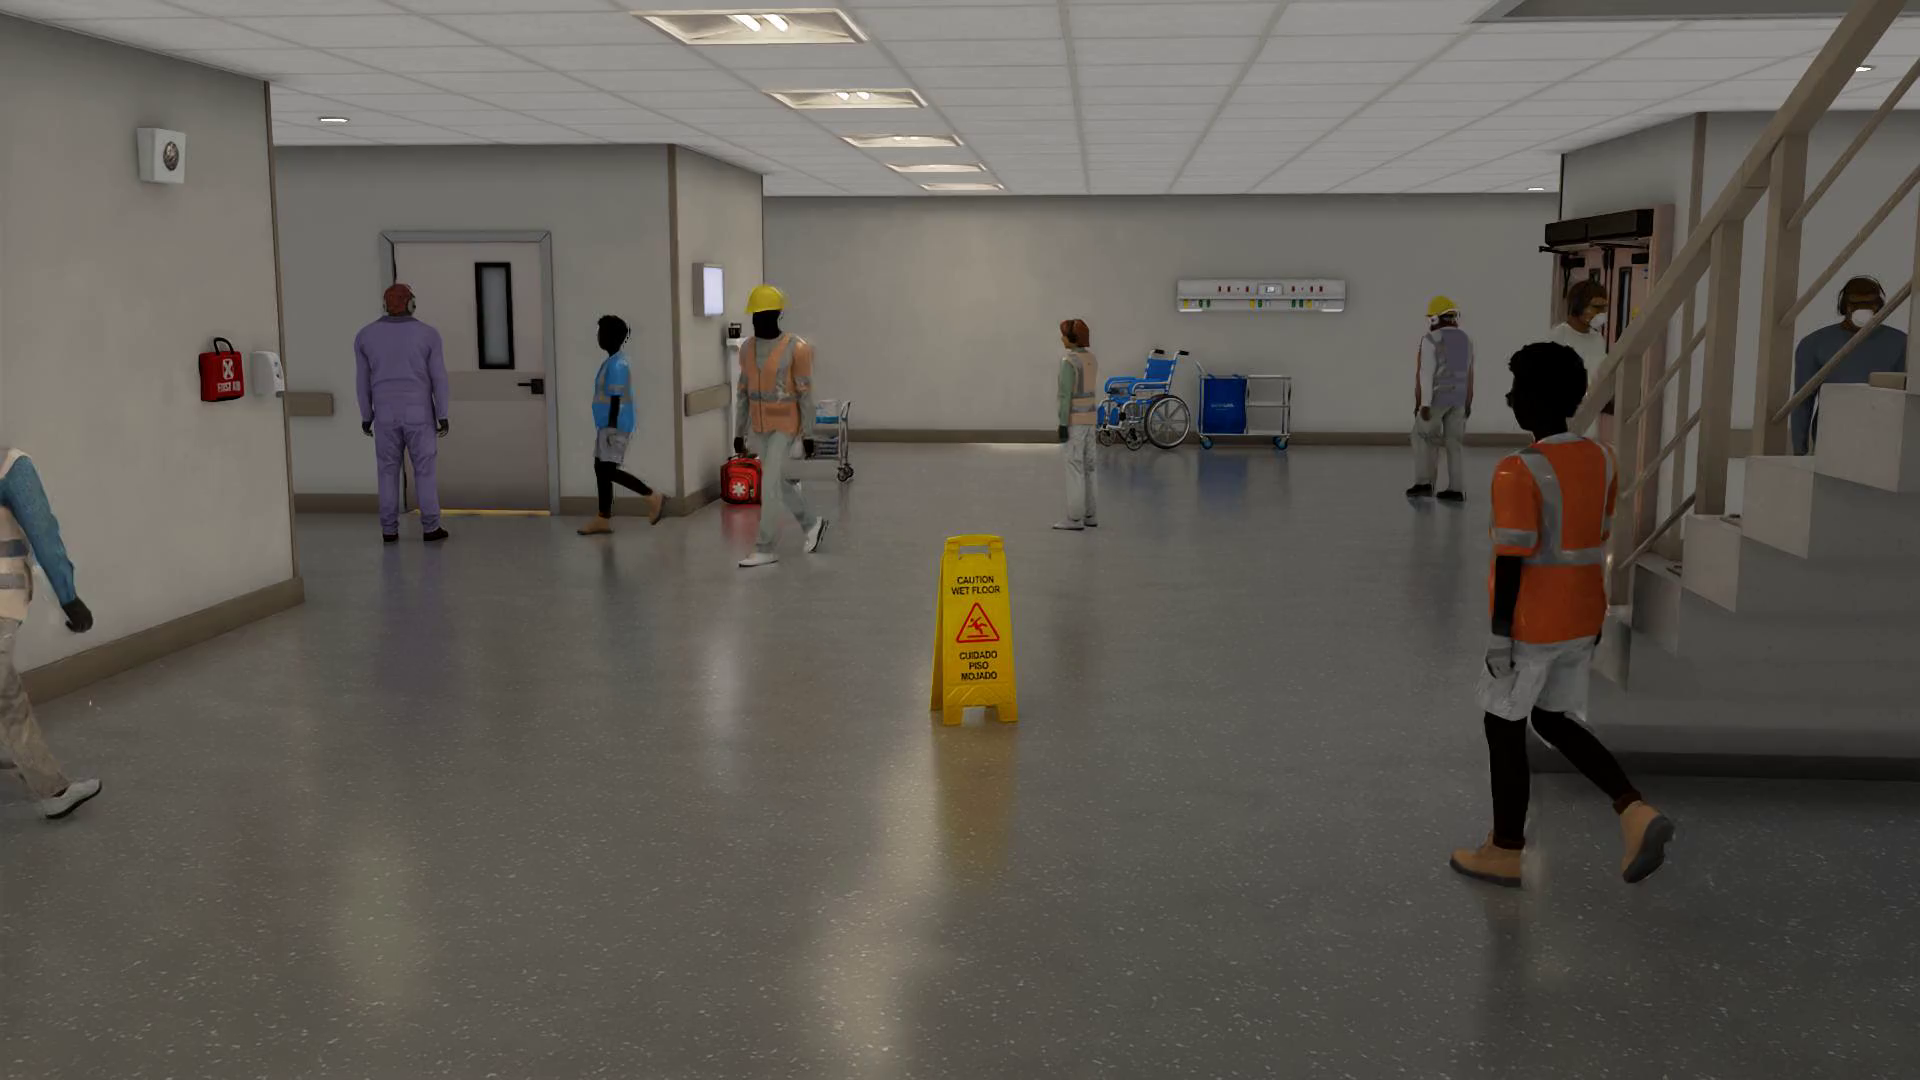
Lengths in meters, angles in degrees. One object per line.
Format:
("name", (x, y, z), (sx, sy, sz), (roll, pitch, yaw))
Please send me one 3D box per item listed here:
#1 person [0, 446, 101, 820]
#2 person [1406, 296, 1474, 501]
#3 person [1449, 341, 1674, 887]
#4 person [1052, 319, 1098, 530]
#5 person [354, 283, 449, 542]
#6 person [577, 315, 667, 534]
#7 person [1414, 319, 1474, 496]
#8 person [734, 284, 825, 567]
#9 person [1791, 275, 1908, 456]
("person", (-3.189, 0.236, 5.399), (0.515, 1.584, 0.909), (3, 9, 17))
("person", (4.236, -1.252, 14.757), (0.632, 1.805, 0.637), (-5, 10, -29))
("person", (1.793, 0.250, 4.957), (0.539, 1.678, 0.580), (-6, 10, -37))
("person", (0.907, -0.890, 12.900), (0.311, 1.636, 0.511), (5, 10, 30))
("person", (-4.097, -0.936, 12.286), (0.651, 1.904, 0.403), (-1, 8, -5))
("person", (-2.584, -0.863, 12.570), (0.619, 1.675, 0.547), (-3, 9, -18))
("person", (4.370, -1.206, 15.022), (0.522, 1.638, 0.310), (1, 8, 4))
("person", (-1.216, -0.792, 11.370), (0.595, 1.897, 0.867), (7, 11, 38))
("person", (5.104, -0.542, 9.534), (0.636, 1.931, 0.377), (3, 9, 18))
